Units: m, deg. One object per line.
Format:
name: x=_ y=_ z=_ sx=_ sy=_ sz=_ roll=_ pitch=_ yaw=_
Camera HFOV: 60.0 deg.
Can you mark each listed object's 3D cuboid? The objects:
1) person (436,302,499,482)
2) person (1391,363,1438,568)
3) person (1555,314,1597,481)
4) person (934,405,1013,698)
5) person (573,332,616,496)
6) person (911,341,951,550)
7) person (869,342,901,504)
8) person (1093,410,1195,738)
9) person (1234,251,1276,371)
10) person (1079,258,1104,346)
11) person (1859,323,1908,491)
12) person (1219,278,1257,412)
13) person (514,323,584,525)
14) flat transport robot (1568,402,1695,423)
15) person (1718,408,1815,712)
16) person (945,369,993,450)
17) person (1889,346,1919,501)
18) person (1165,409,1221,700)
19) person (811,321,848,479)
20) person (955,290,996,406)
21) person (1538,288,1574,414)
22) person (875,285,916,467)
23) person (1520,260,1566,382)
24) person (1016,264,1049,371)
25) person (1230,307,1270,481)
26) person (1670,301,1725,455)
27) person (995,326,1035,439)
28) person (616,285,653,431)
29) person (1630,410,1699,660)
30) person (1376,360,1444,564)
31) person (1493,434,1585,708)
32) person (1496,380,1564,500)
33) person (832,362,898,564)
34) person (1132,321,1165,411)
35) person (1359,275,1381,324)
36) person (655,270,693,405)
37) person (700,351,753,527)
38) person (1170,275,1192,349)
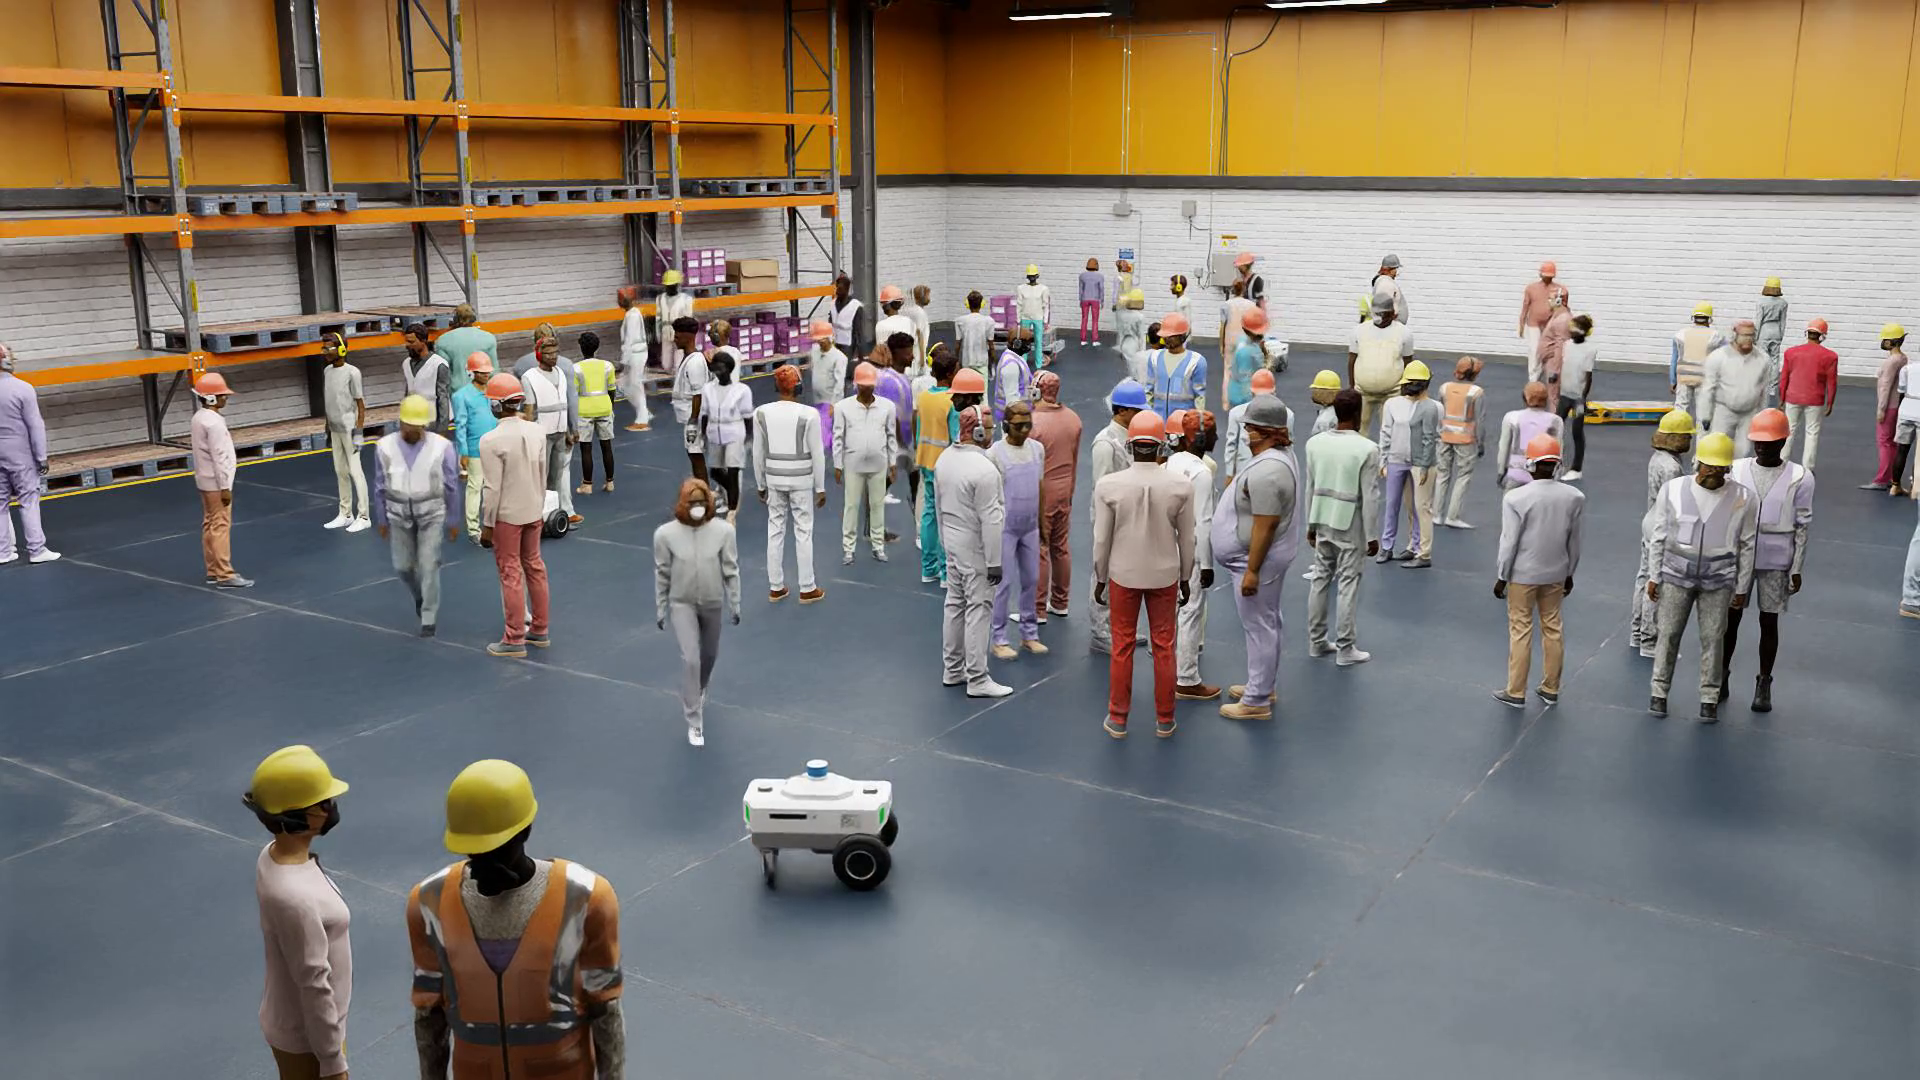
person: x=-5.274 y=-1.586 z=17.910 sx=0.629 sy=1.940 sz=0.373 roll=-4 pitch=14 yaw=-16
person: x=3.891 y=-0.643 z=14.233 sx=0.341 sy=1.754 sz=0.531 roll=-2 pitch=13 yaw=-8
person: x=6.559 y=-1.510 z=17.823 sx=0.646 sy=1.827 sz=0.552 roll=-7 pitch=15 yaw=-28
person: x=0.101 y=0.068 z=10.806 sx=0.405 sy=1.906 sz=0.653 roll=-8 pitch=15 yaw=-30
person: x=-3.805 y=-1.303 z=17.214 sx=0.535 sy=1.697 sz=0.318 roll=-9 pitch=16 yaw=-36
person: x=-0.198 y=-0.836 z=14.822 sx=0.521 sy=1.865 sz=0.327 roll=-9 pitch=16 yaw=-35
person: x=-0.778 y=-1.188 z=16.852 sx=0.269 sy=1.632 sz=0.509 roll=-4 pitch=14 yaw=-17
person: x=1.098 y=0.215 z=9.975 sx=0.612 sy=1.995 sz=0.382 roll=0 pitch=13 yaw=0
person: x=4.753 y=-3.634 z=26.696 sx=0.888 sy=1.998 sz=0.642 roll=-5 pitch=14 yaw=-21
person: x=2.440 y=-4.423 z=30.904 sx=0.494 sy=1.624 sz=0.279 roll=5 pitch=14 yaw=20
person: x=9.737 y=-1.394 z=17.475 sx=0.342 sy=1.761 sz=0.525 roll=12 pitch=17 yaw=41
person: x=3.812 y=-2.670 z=22.849 sx=0.501 sy=1.839 sz=0.341 roll=4 pitch=14 yaw=16
person: x=-3.876 y=-1.082 z=15.725 sx=0.634 sy=1.939 sz=0.367 roll=4 pitch=13 yaw=15
flat transport robot: x=8.903 y=-1.701 z=22.061 sx=1.431 sy=0.197 sz=0.652 roll=0 pitch=13 yaw=-1
person: x=5.024 y=0.131 z=10.484 sx=0.551 sy=1.926 sz=0.373 roll=9 pitch=16 yaw=33
person: x=0.071 y=-0.304 z=12.349 sx=0.364 sy=1.939 sz=0.542 roll=-1 pitch=13 yaw=-4
person: x=9.792 y=-1.238 z=16.954 sx=0.319 sy=1.687 sz=0.539 roll=-6 pitch=14 yaw=-25
person: x=1.492 y=0.089 z=10.760 sx=0.337 sy=1.882 sz=0.584 roll=-4 pitch=13 yaw=-15
person: x=-1.483 y=-1.540 z=18.247 sx=0.771 sy=1.723 sz=0.604 roll=-12 pitch=18 yaw=-42
person: x=0.184 y=-2.137 z=20.479 sx=0.509 sy=1.862 sz=0.328 roll=1 pitch=13 yaw=3
person: x=7.242 y=-2.115 z=20.273 sx=0.400 sy=1.910 sz=0.643 roll=5 pitch=14 yaw=21
person: x=-0.768 y=-1.857 z=18.854 sx=0.387 sy=2.041 sz=0.615 roll=10 pitch=16 yaw=37
person: x=8.770 y=-3.252 z=25.097 sx=0.640 sy=1.956 sz=0.701 roll=3 pitch=13 yaw=12
person: x=1.166 y=-3.558 z=26.841 sx=0.524 sy=1.769 sz=0.325 roll=2 pitch=13 yaw=7
person: x=2.979 y=-1.419 z=17.106 sx=0.394 sy=1.994 sz=0.773 roll=3 pitch=13 yaw=14
person: x=8.564 y=-1.857 z=19.350 sx=0.591 sy=1.824 sz=0.405 roll=10 pitch=16 yaw=37
person: x=0.560 y=-1.207 z=16.505 sx=0.429 sy=1.836 sz=0.623 roll=1 pitch=13 yaw=4
person: x=-4.189 y=-2.302 z=21.179 sx=0.434 sy=1.868 sz=0.570 roll=-3 pitch=13 yaw=-15
person: x=4.943 y=-0.045 z=11.652 sx=0.297 sy=1.744 sz=0.487 roll=2 pitch=13 yaw=8
person: x=3.848 y=-0.655 z=14.245 sx=0.525 sy=1.772 sz=0.299 roll=5 pitch=14 yaw=22
person: x=3.659 y=0.193 z=10.599 sx=0.573 sy=1.748 sz=0.342 roll=-3 pitch=13 yaw=-13
person: x=4.798 y=-0.534 z=14.016 sx=0.541 sy=1.622 sz=0.393 roll=3 pitch=13 yaw=12
person: x=-0.808 y=-0.660 z=14.297 sx=0.573 sy=1.750 sz=0.340 roll=-3 pitch=13 yaw=-13
person: x=1.937 y=-1.256 z=16.666 sx=0.341 sy=1.857 sz=0.521 roll=-13 pitch=18 yaw=-43
person: x=6.399 y=-3.237 z=25.582 sx=0.544 sy=1.690 sz=0.396 roll=1 pitch=13 yaw=5
person: x=-4.036 y=-2.878 z=23.599 sx=0.589 sy=1.905 sz=0.538 roll=4 pitch=14 yaw=17
person: x=-2.201 y=-0.965 z=15.788 sx=0.544 sy=1.679 sz=0.673 roll=4 pitch=14 yaw=18
person: x=3.056 y=-2.756 z=23.164 sx=0.336 sy=1.861 sz=0.530 roll=5 pitch=14 yaw=22
